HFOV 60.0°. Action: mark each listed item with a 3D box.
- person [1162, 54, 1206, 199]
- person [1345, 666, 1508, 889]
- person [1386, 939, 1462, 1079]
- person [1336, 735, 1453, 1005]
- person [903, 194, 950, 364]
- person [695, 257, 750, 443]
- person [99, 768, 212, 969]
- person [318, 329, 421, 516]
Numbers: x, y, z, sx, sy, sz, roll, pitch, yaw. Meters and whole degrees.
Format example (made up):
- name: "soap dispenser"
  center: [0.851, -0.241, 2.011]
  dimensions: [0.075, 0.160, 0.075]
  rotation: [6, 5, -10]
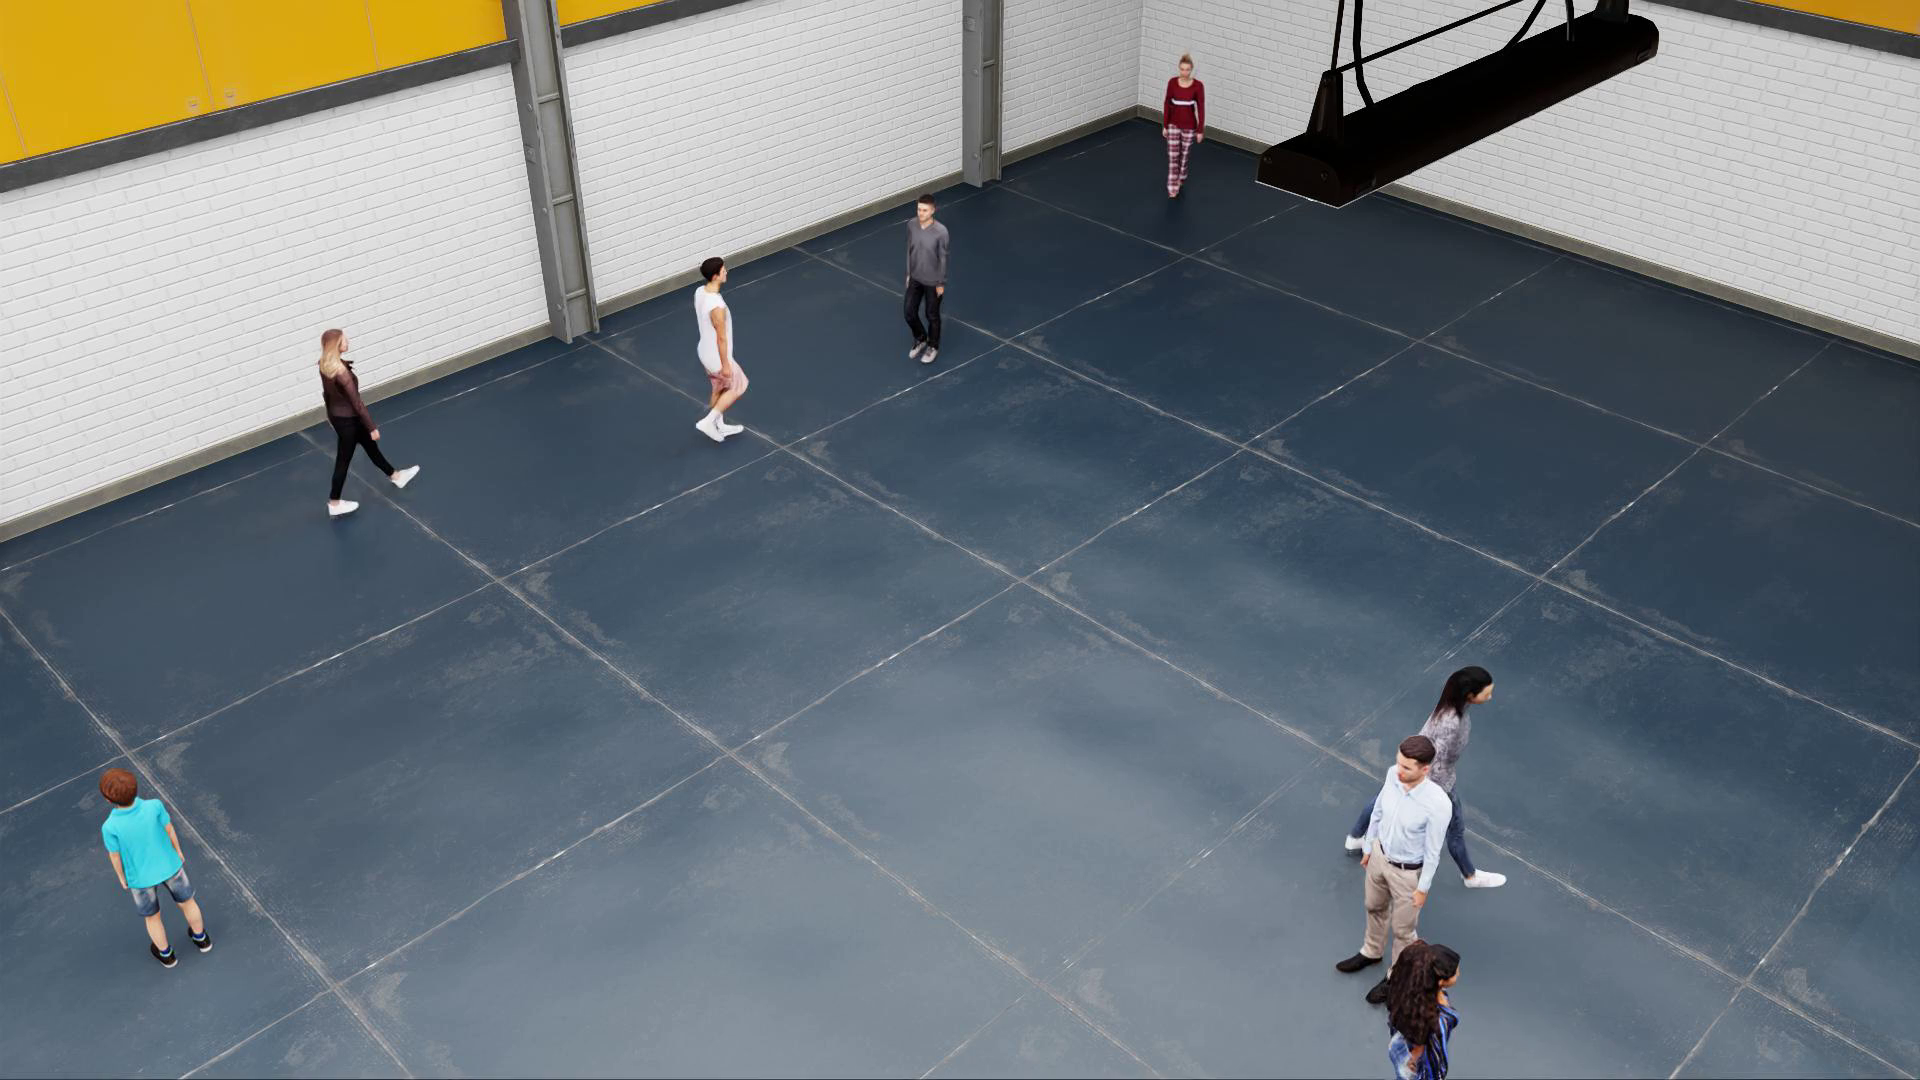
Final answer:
- name: "person"
  center: [2.676, -4.971, 19.946]
  dimensions: [1.012, 1.657, 1.147]
  rotation: [5, 34, 8]
- name: "person"
  center: [2.815, 1.459, 10.277]
  dimensions: [1.115, 1.651, 1.237]
  rotation: [6, 34, 9]
- name: "person"
  center: [2.257, 2.684, 8.477]
  dimensions: [0.989, 1.603, 0.902]
  rotation: [-4, 34, -6]
- name: "person"
  center: [2.525, 1.849, 9.514]
  dimensions: [0.684, 1.846, 0.699]
  rotation: [-19, 38, -26]
- name: "person"
  center: [-0.293, -2.583, 16.269]
  dimensions: [0.722, 1.749, 0.728]
  rotation: [16, 37, 22]
- name: "person"
  center: [-2.250, -1.652, 14.845]
  dimensions: [0.841, 1.776, 0.777]
  rotation: [-15, 36, -21]
- name: "person"
  center: [-4.746, 1.915, 9.772]
  dimensions: [0.447, 1.450, 0.587]
  rotation: [-25, 41, -33]
- name: "person"
  center: [-5.194, -0.933, 13.872]
  dimensions: [1.098, 1.655, 0.700]
  rotation: [-24, 41, -32]
